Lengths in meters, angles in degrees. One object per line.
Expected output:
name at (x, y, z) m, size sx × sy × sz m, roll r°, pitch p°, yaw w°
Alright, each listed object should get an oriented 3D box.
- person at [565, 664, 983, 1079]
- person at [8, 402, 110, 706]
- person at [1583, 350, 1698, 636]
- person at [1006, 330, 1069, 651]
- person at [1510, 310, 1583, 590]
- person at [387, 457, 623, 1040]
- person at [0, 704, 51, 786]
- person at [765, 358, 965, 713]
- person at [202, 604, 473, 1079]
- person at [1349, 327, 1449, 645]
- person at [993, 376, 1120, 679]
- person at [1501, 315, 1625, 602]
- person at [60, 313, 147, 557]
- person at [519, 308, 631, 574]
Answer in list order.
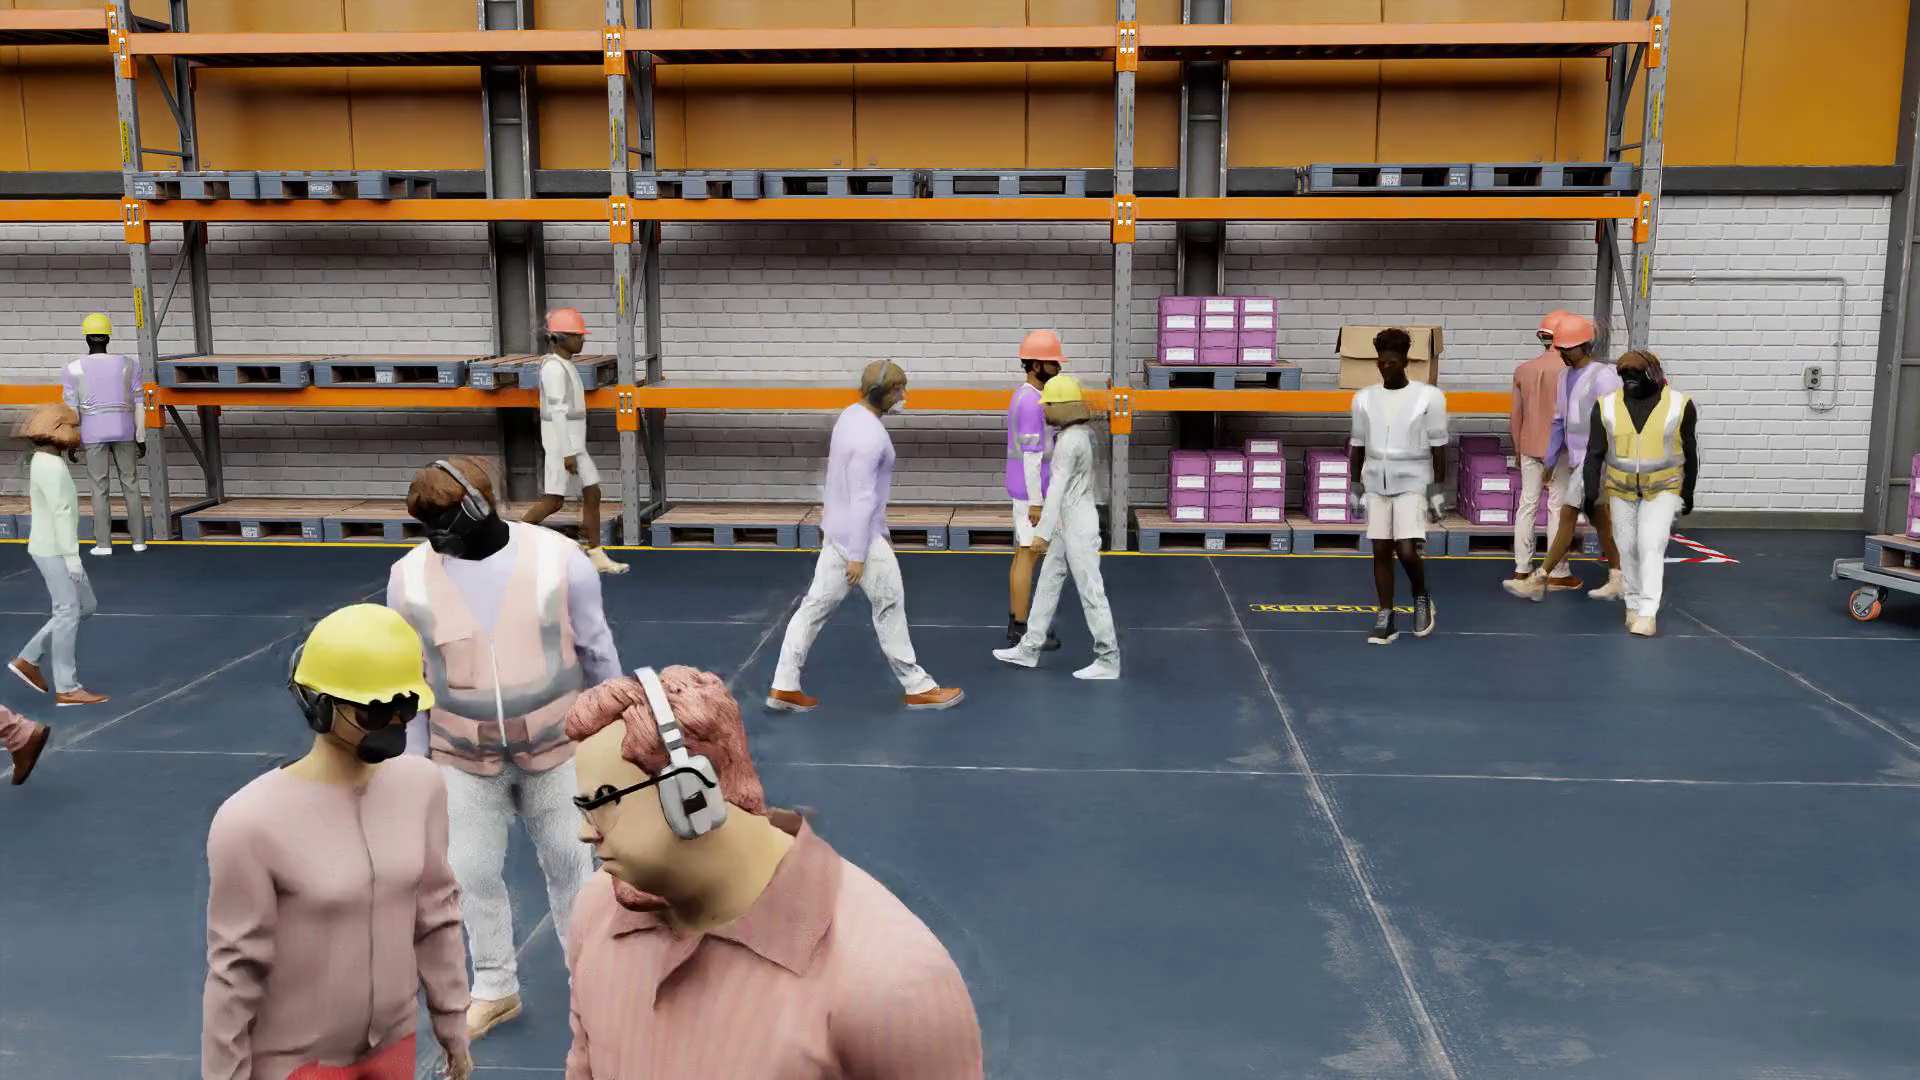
person at (-0.250, 1.070, 2.285) m, size 0.666 × 1.868 × 0.518 m, roll 8°, pitch 13°, yaw 40°
person at (-4.792, 0.080, 8.808) m, size 0.403 × 1.620 × 0.517 m, roll -5°, pitch 11°, yaw -28°
person at (4.274, -0.296, 10.488) m, size 0.650 × 1.798 × 0.720 m, roll 6°, pitch 12°, yaw 32°
person at (0.467, -0.305, 10.124) m, size 0.377 × 1.936 × 0.549 m, roll 0°, pitch 10°, yaw 0°
person at (4.231, -0.640, 11.919) m, size 0.378 × 1.996 × 0.611 m, roll -7°, pitch 12°, yaw -35°
person at (-1.300, 0.639, 5.027) m, size 0.774 × 1.808 × 0.434 m, roll -2°, pitch 10°, yaw -12°
person at (-4.287, 0.258, 6.980) m, size 0.645 × 1.884 × 0.656 m, roll -7°, pitch 12°, yaw -34°
person at (-0.525, 0.003, 8.551) m, size 1.039 × 1.870 × 0.616 m, roll -3°, pitch 10°, yaw -17°
person at (-1.162, 0.978, 3.161) m, size 0.425 × 1.739 × 0.543 m, roll 5°, pitch 11°, yaw 29°
person at (2.671, -0.318, 10.182) m, size 0.639 × 1.945 × 0.468 m, roll 8°, pitch 12°, yaw 39°
person at (0.528, -0.064, 9.360) m, size 0.834 × 1.706 × 0.507 m, roll 1°, pitch 10°, yaw 6°
person at (4.208, -0.541, 11.392) m, size 1.001 × 1.970 × 0.626 m, roll -1°, pitch 10°, yaw -4°
person at (-6.790, -0.830, 13.227) m, size 0.588 × 1.928 × 0.384 m, roll -7°, pitch 12°, yaw -36°
person at (-2.998, -0.714, 12.327) m, size 0.941 × 2.011 × 0.608 m, roll 0°, pitch 10°, yaw 2°
